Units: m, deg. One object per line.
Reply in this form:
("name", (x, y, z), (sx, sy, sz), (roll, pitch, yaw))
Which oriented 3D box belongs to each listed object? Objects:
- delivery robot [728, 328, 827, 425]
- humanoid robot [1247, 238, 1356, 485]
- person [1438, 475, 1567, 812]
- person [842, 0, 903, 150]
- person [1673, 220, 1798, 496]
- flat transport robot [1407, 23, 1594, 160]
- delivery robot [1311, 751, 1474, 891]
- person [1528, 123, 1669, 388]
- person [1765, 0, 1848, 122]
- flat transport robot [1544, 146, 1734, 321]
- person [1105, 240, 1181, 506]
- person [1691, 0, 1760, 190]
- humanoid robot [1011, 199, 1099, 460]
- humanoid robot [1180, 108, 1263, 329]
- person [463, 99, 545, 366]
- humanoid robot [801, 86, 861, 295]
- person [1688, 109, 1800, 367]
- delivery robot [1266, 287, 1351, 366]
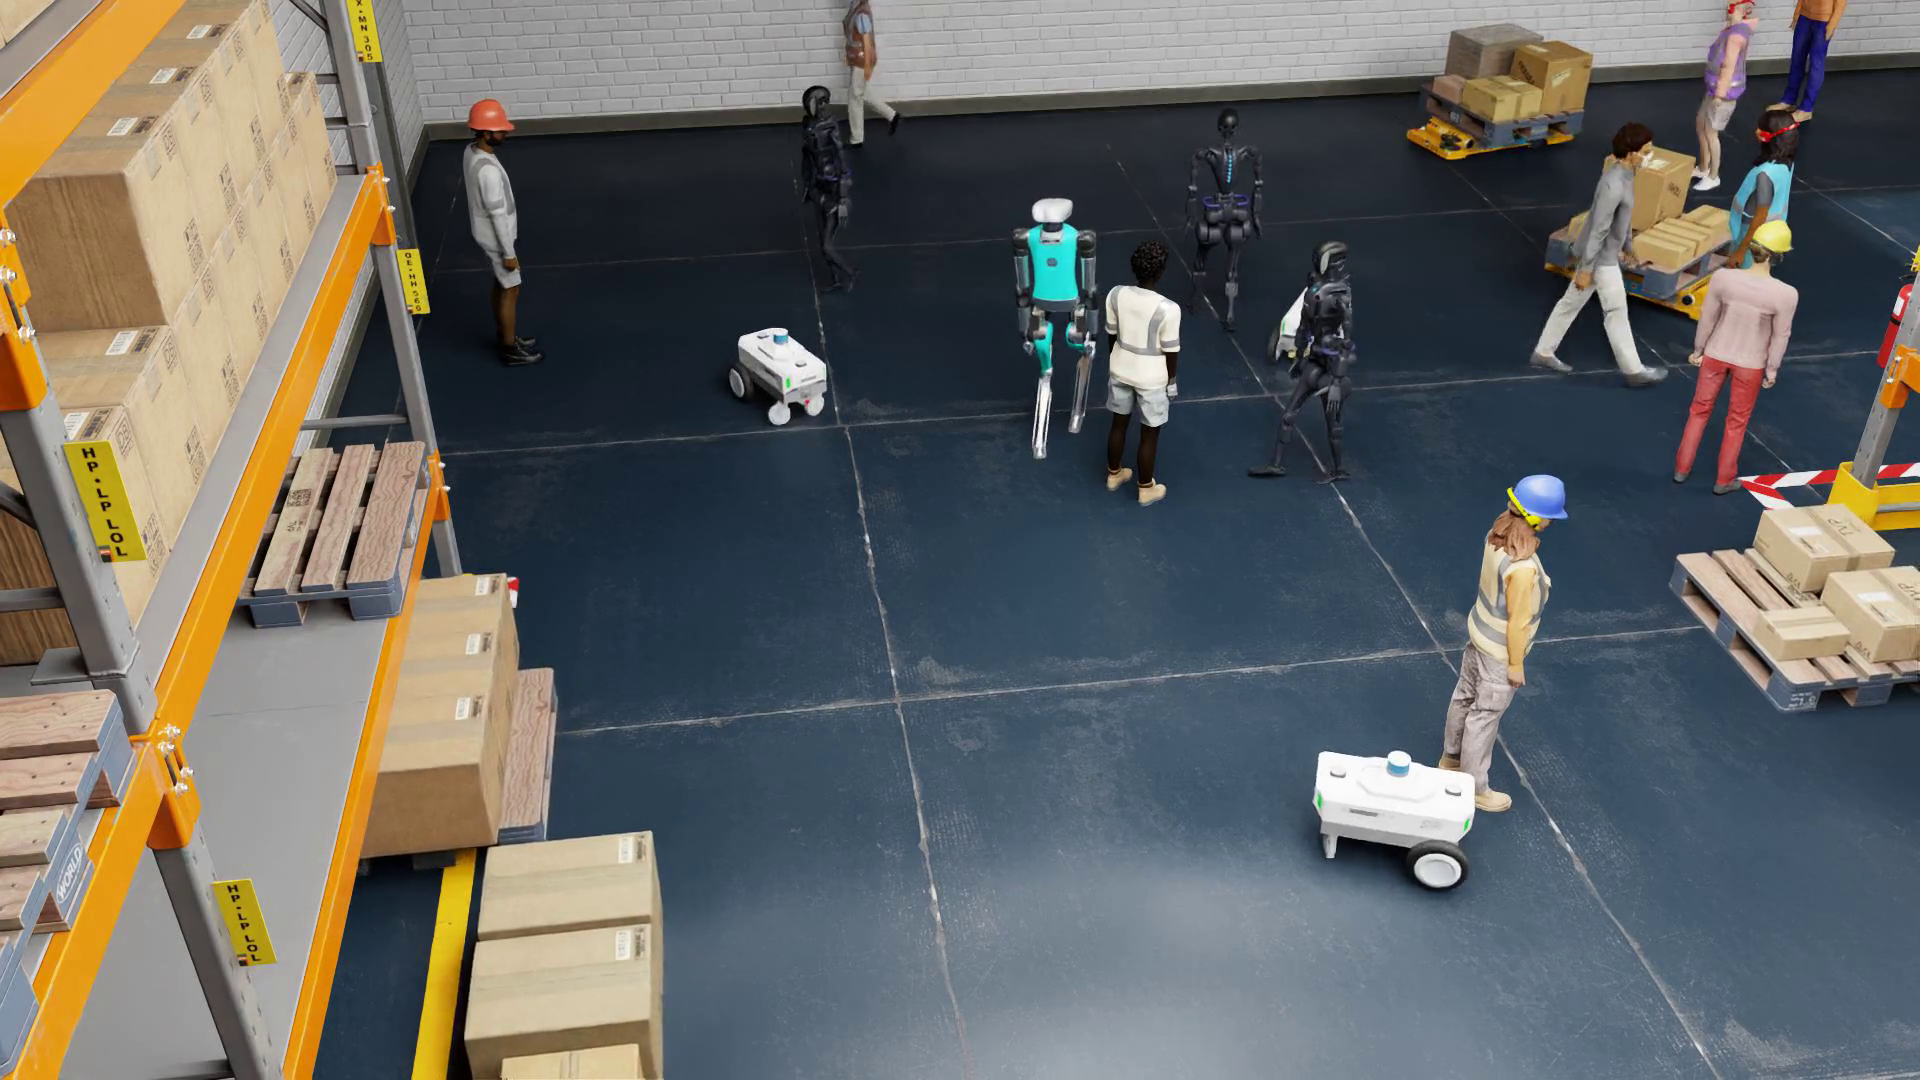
("delivery robot", (-1.223, -1.165, 11.358), (0.514, 0.575, 0.731), (-21, 39, -29))
("humanoid robot", (2.184, -1.053, 10.189), (0.638, 1.641, 0.600), (-10, 34, -15))
("person", (2.530, 0.470, 7.756), (0.320, 1.772, 0.466), (-1, 33, -1))
("person", (-0.861, -4.448, 15.378), (0.575, 1.665, 0.445), (-4, 33, -7))
("person", (4.753, -1.110, 10.187), (0.526, 1.763, 0.329), (26, 41, 34))
("flat transport robot", (5.044, -3.888, 15.811), (1.431, 0.231, 0.659), (-12, 35, -18))
("delivery robot", (2.009, 1.229, 7.700), (0.742, 0.587, 0.525), (8, 34, 11))
("person", (4.500, -1.922, 11.348), (0.966, 1.849, 0.544), (11, 35, 17))
("person", (8.256, -5.047, 16.031), (0.408, 1.976, 0.515), (-12, 35, -18))
("flat transport robot", (5.404, -2.074, 13.030), (0.659, 0.231, 1.431), (-28, 42, -36))
("person", (1.097, -1.005, 10.092), (0.531, 1.694, 0.319), (26, 41, 34))
("person", (6.650, -3.875, 14.534), (0.348, 1.685, 0.522), (9, 34, 13))
("humanoid robot", (0.646, -1.418, 10.699), (0.573, 1.774, 0.893), (7, 34, 11))
("humanoid robot", (1.934, -2.371, 12.214), (0.609, 1.636, 0.612), (-3, 33, -5))
("person", (-3.194, -2.126, 11.602), (0.385, 1.924, 0.547), (-16, 36, -22))
("humanoid robot", (-1.004, -2.653, 12.626), (0.356, 1.641, 0.615), (-22, 39, -30))
("person", (5.497, -2.074, 11.567), (0.392, 1.869, 0.527), (19, 38, 27))
("delivery robot", (2.542, -1.534, 11.957), (0.499, 0.611, 0.804), (15, 36, 22))
